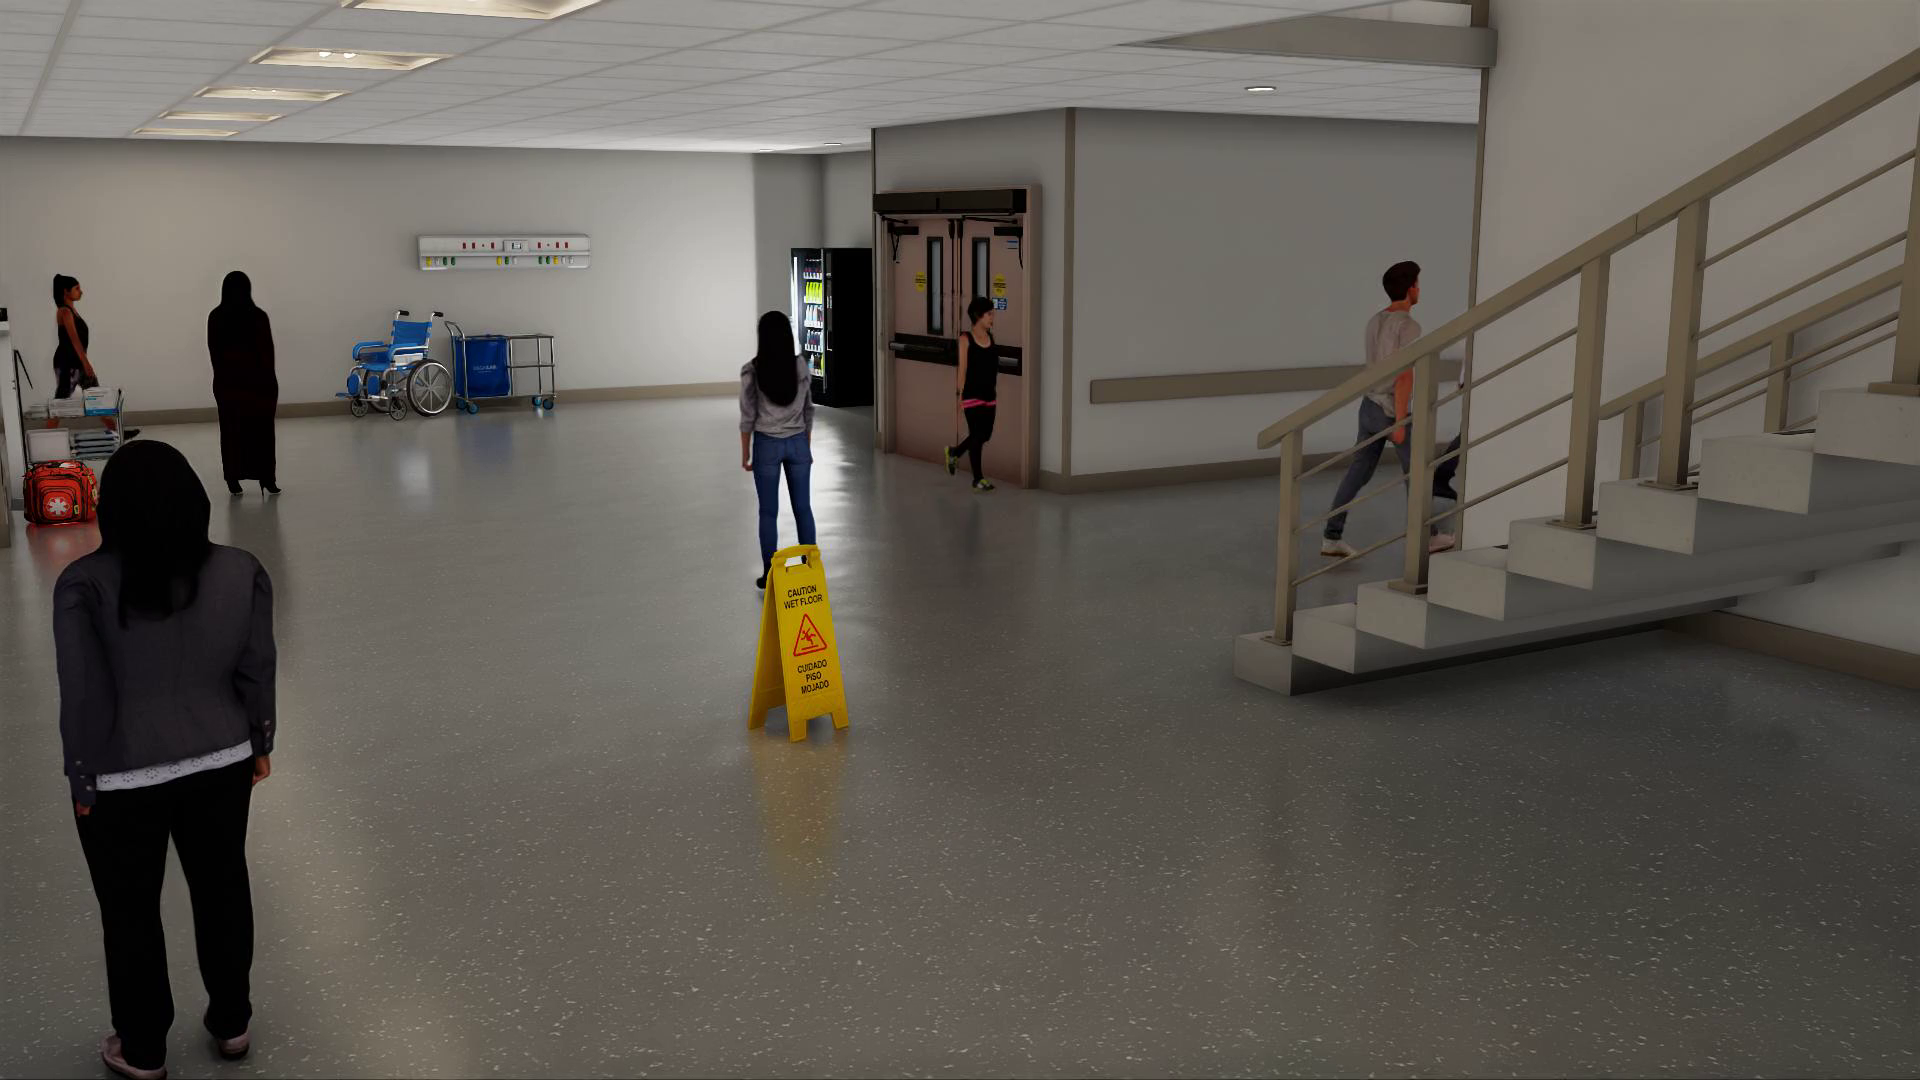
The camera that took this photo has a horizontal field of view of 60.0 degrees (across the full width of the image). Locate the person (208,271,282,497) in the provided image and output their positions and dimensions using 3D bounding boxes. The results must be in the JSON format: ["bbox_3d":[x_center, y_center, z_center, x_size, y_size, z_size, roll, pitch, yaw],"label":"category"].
[{"bbox_3d":[-5.626,-1.231,13.071,0.762,1.758,0.781,0,11,2],"label":"person"}]

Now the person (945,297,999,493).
[{"bbox_3d":[0.087,-1.160,13.311,0.707,1.529,0.957,-10,15,-44],"label":"person"}]

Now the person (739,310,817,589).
[{"bbox_3d":[-1.035,-0.519,9.671,0.617,1.626,0.537,-5,12,-24],"label":"person"}]

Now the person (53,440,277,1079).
[{"bbox_3d":[-1.971,0.547,4.129,0.743,1.599,0.739,11,15,44],"label":"person"}]

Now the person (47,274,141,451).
[{"bbox_3d":[-8.353,-1.622,15.462,0.820,1.634,1.043,-3,11,-17],"label":"person"}]

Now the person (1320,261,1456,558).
[{"bbox_3d":[2.570,-0.750,10.297,0.834,1.847,1.171,-5,12,-23],"label":"person"}]
